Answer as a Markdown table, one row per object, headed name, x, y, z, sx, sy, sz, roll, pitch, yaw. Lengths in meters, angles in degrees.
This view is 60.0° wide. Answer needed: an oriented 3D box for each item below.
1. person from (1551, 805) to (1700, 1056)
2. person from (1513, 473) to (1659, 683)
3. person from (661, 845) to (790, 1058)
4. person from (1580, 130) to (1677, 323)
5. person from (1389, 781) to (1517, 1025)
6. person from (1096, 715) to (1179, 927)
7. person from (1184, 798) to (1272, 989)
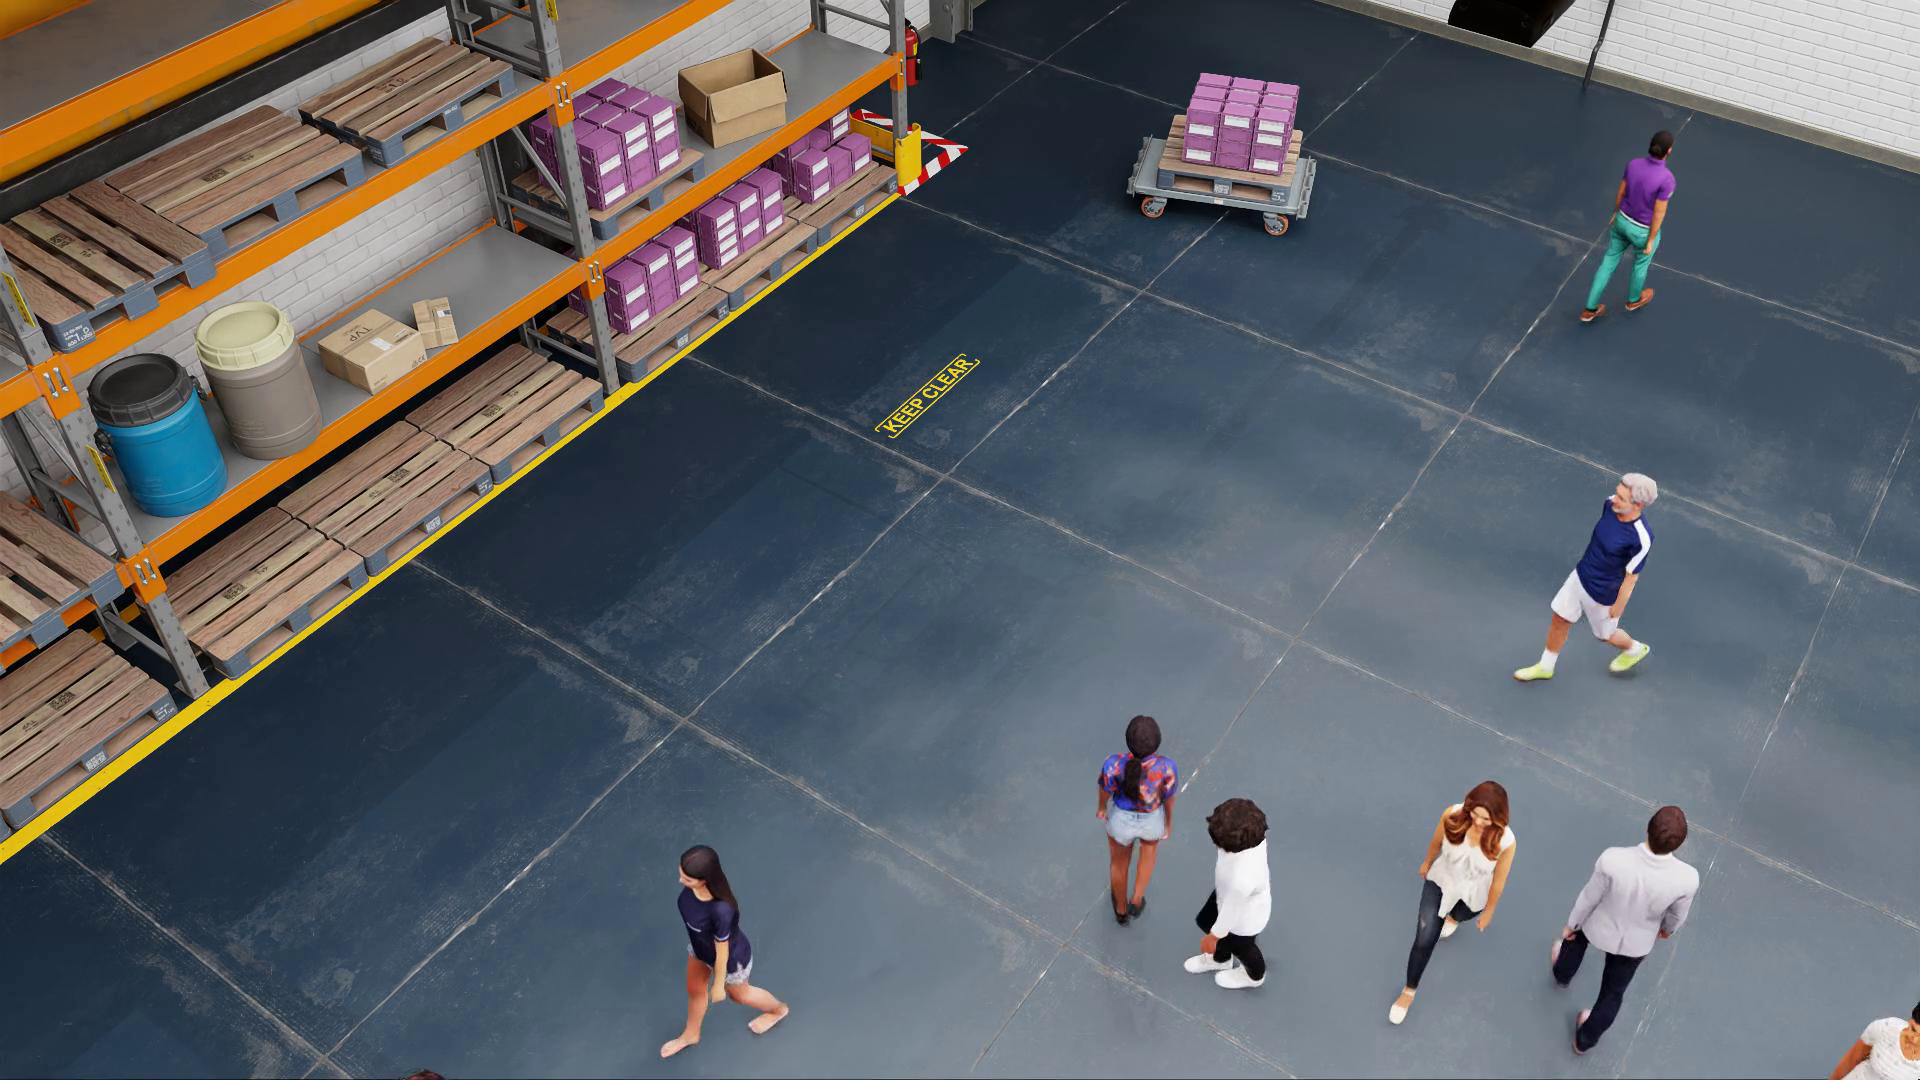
| name | x | y | z | sx | sy | sz | roll | pitch | yaw |
| --- | --- | --- | --- | --- | --- | --- | --- | --- | --- |
| person | 3.466 | 2.124 | 8.776 | 0.877 | 1.824 | 1.022 | 13 | 45 | 13 |
| person | 4.215 | 0.273 | 10.727 | 1.193 | 1.813 | 1.091 | -10 | 45 | -10 |
| person | -1.196 | 2.159 | 8.803 | 1.062 | 1.738 | 0.881 | -19 | 47 | -19 |
| person | 5.517 | -2.549 | 13.742 | 1.090 | 1.741 | 0.848 | -27 | 50 | -26 |
| person | 2.788 | 1.843 | 9.134 | 0.633 | 1.738 | 1.148 | 24 | 49 | 23 |
| person | 0.986 | 1.661 | 9.330 | 0.712 | 1.731 | 0.750 | 4 | 44 | 4 |
| person | 1.574 | 1.941 | 9.011 | 0.906 | 1.767 | 0.842 | 9 | 44 | 9 |
